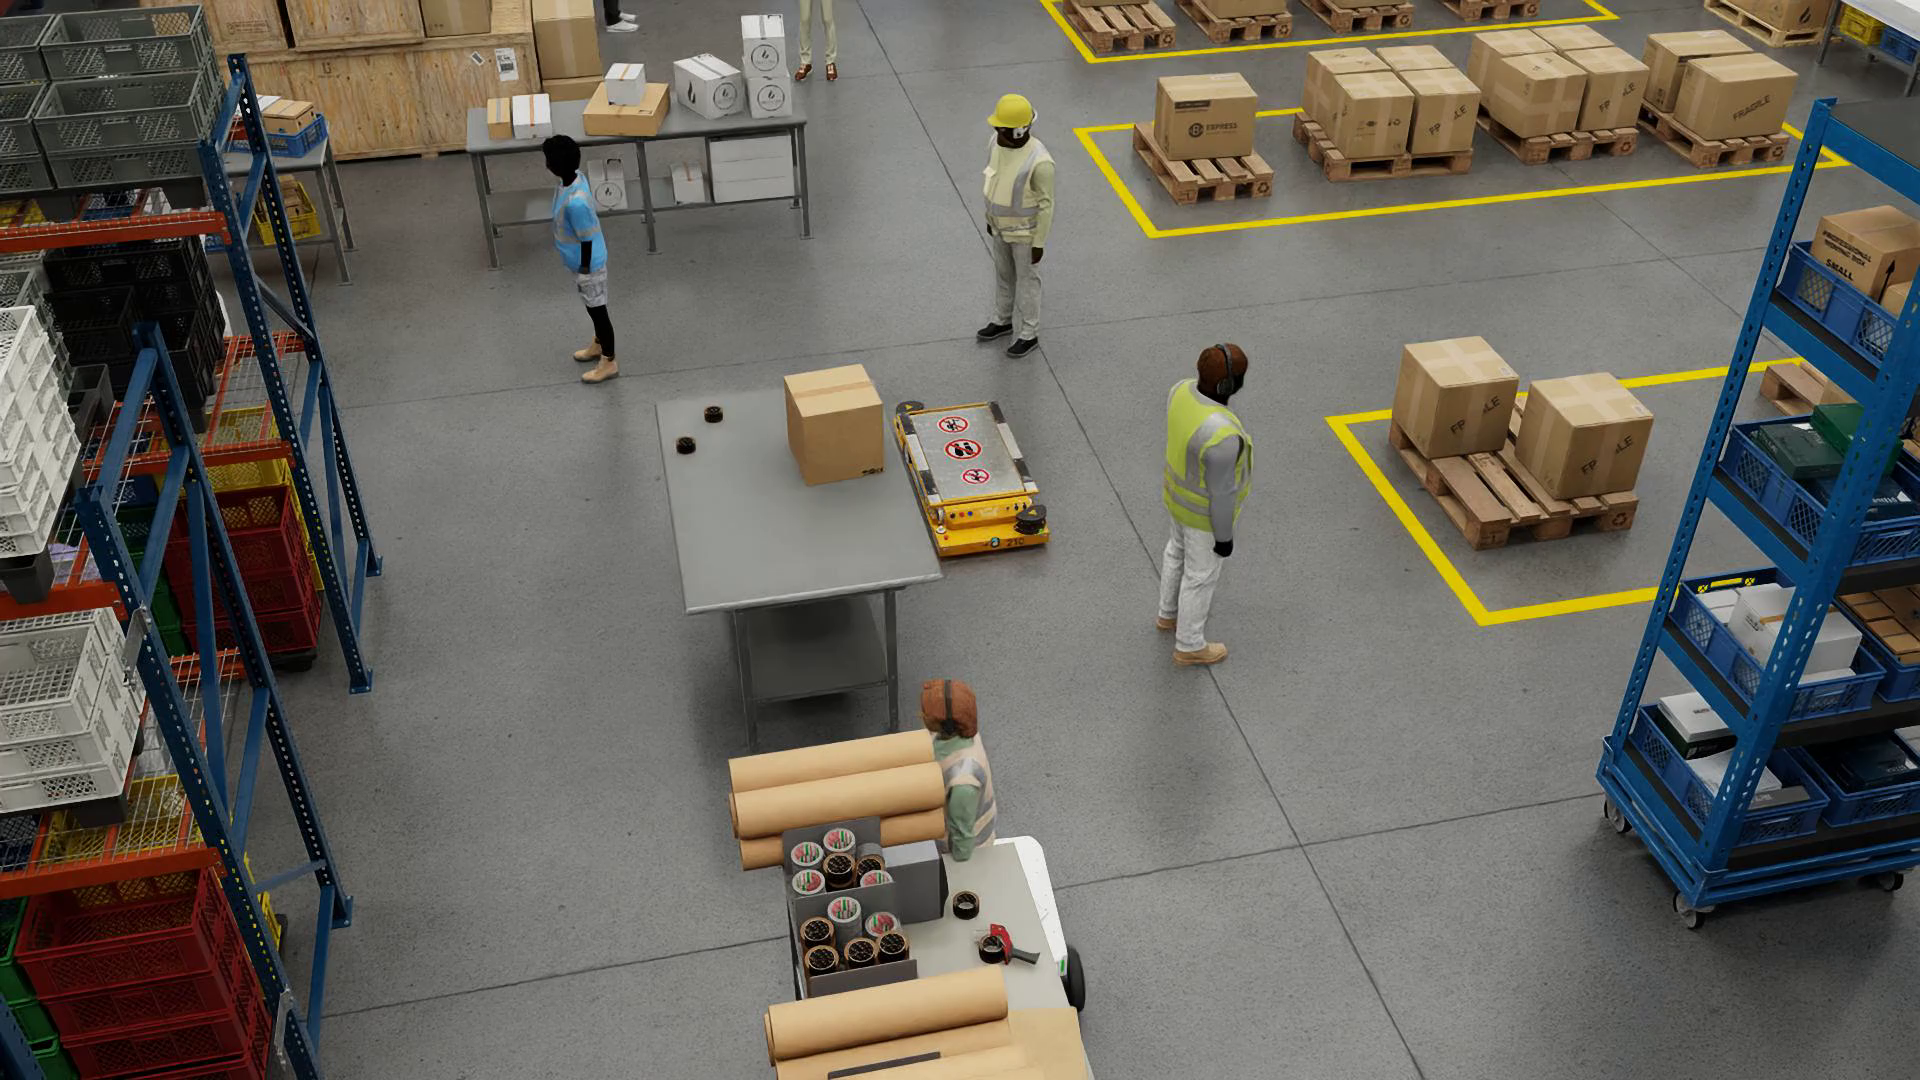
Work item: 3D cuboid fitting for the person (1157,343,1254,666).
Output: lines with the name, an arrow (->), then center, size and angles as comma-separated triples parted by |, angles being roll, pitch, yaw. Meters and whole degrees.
person -> 1.247, -0.180, 8.475 | 0.429, 1.836, 0.626 | -8, 37, -11

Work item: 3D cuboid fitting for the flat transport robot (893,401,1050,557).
flat transport robot -> 0.046, -0.430, 10.108 | 0.652, 0.197, 1.431 | -8, 37, -10

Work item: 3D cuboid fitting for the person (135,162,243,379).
person -> -5.078, -1.941, 10.796 | 0.356, 1.887, 0.572 | -27, 44, -31

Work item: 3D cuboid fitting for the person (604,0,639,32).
person -> -3.417, -5.907, 16.111 | 0.386, 1.912, 0.591 | -9, 38, -12

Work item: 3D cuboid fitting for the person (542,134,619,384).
person -> -2.454, -1.829, 10.802 | 0.321, 1.695, 0.530 | -10, 38, -13

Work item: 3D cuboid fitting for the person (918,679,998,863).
person -> -0.011, 1.206, 6.779 | 0.319, 1.632, 0.522 | -4, 37, -6

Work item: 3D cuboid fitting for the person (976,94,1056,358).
person -> 0.362, -2.085, 11.036 | 0.404, 1.829, 0.591 | -24, 43, -29

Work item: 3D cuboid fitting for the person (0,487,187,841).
person -> -3.870, 0.567, 7.387 | 0.634, 1.932, 0.370 | 1, 37, 1

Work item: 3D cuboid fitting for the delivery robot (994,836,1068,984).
delivery robot -> 0.234, 1.591, 7.081 | 0.477, 0.478, 0.707 | -5, 37, -6

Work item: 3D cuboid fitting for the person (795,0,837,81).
person -> -1.311, -5.096, 15.051 | 0.532, 1.868, 0.310 | 3, 37, 3
